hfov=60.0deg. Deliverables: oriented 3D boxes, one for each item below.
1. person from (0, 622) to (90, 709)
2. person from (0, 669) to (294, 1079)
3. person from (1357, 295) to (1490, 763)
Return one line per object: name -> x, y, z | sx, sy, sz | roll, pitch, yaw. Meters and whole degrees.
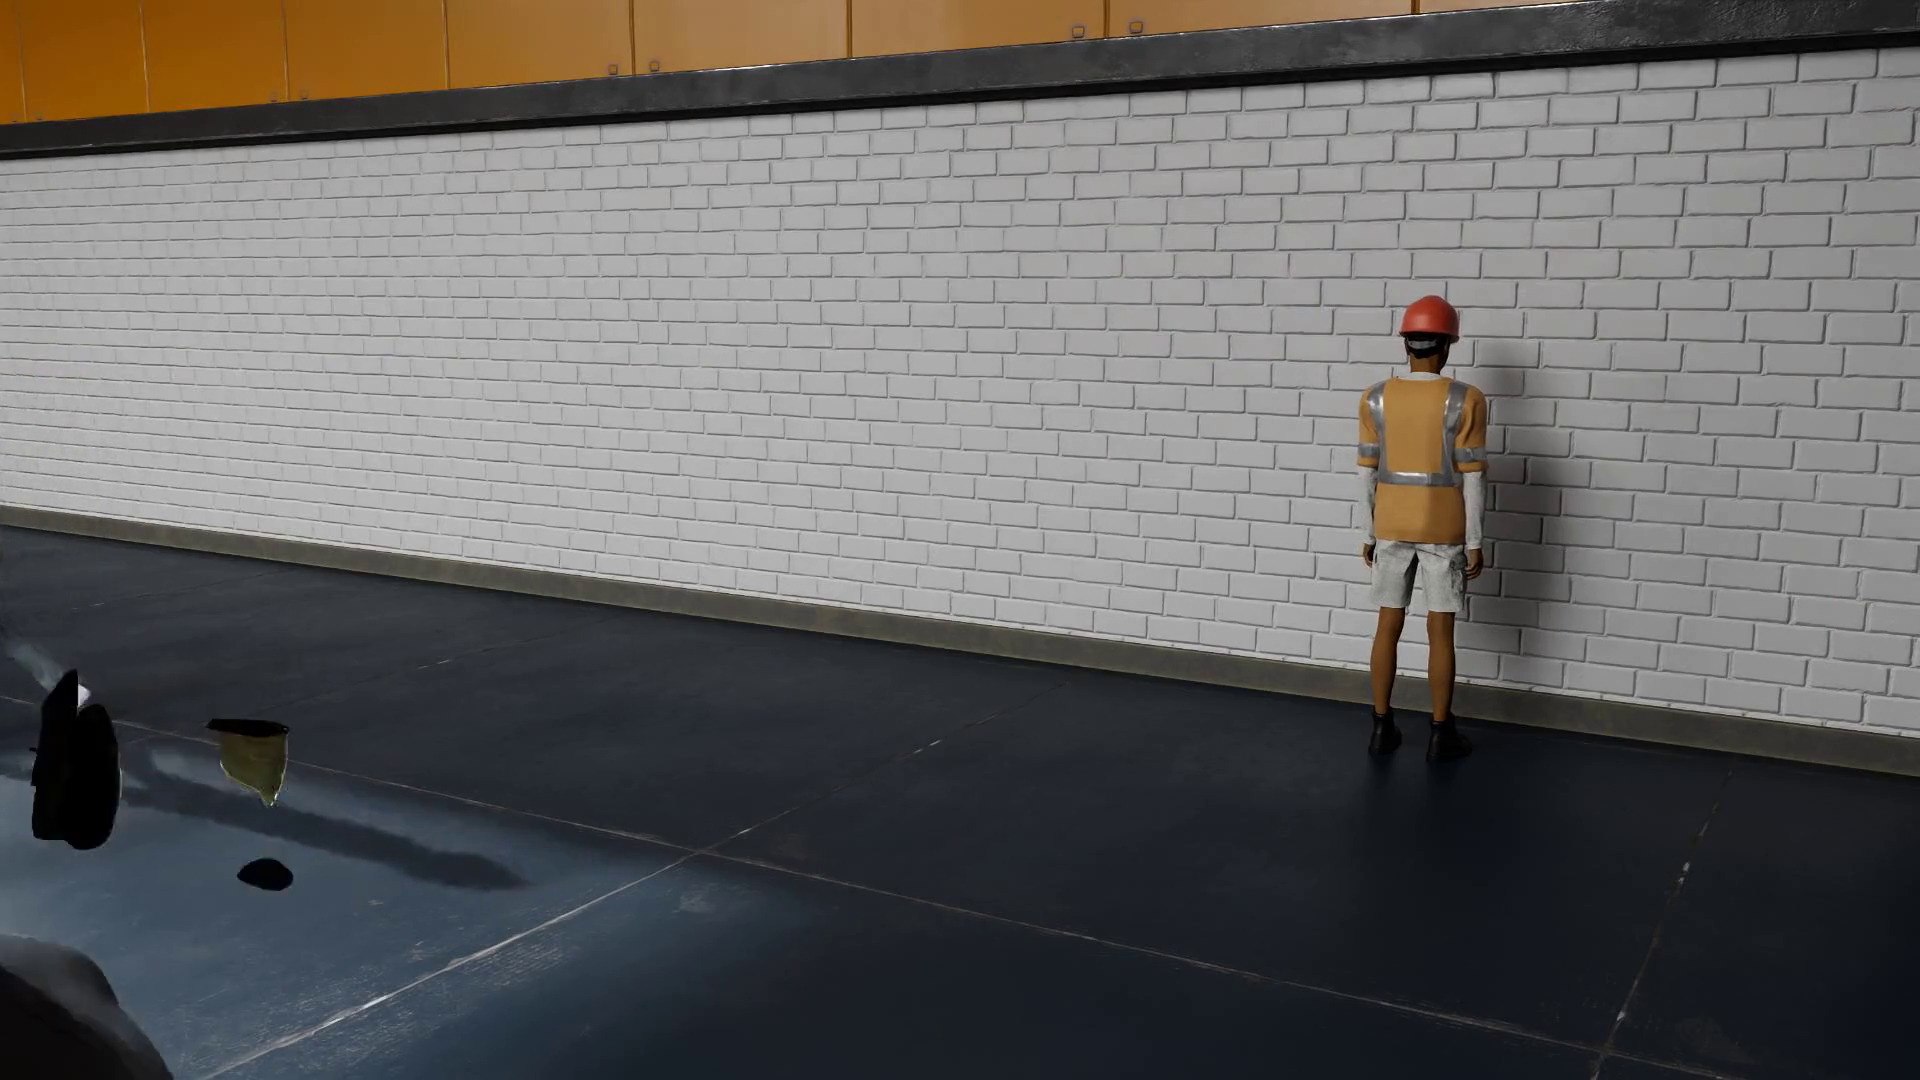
person -> -4.184, 0.102, 7.052 | 0.808, 1.601, 0.510 | -7, 11, -36
person -> -0.476, 0.915, 1.072 | 0.994, 1.884, 0.647 | -6, 11, -33
person -> 1.923, -0.043, 6.925 | 0.543, 1.934, 0.362 | 6, 11, 32
